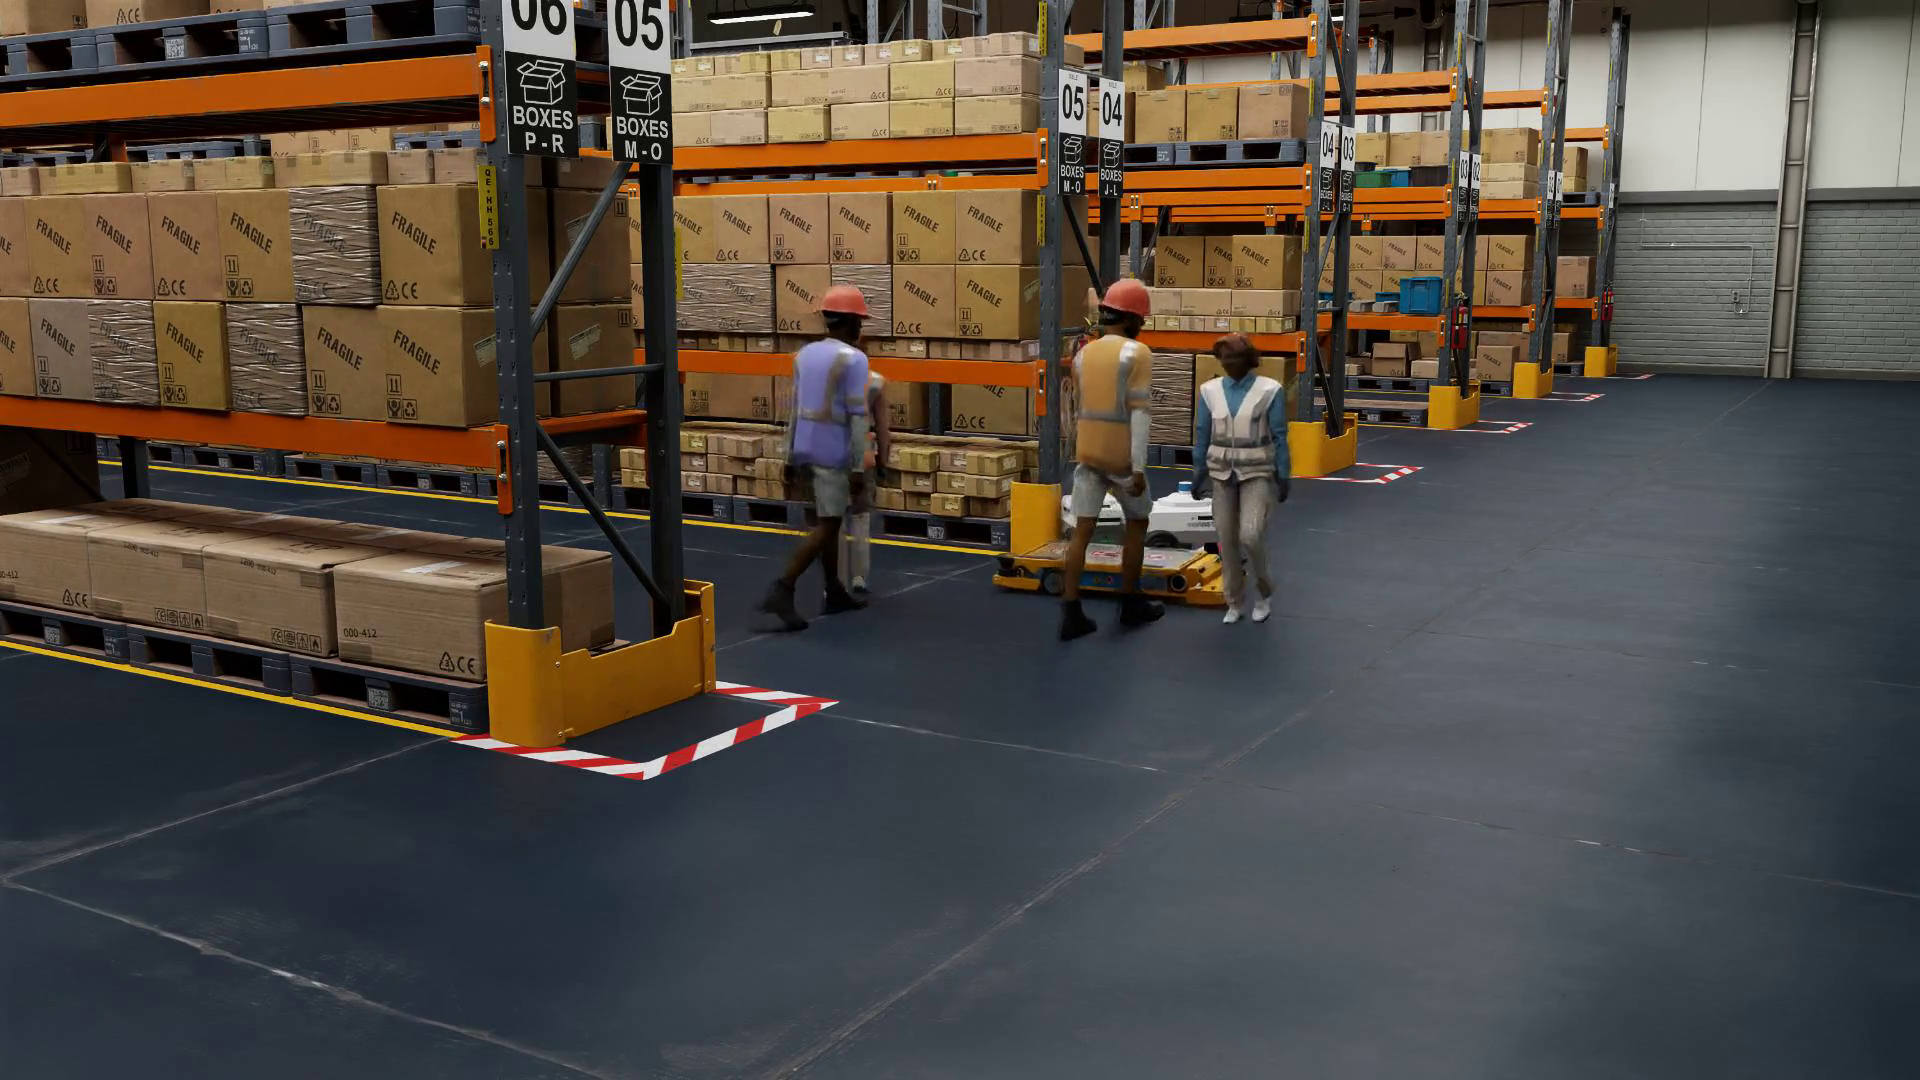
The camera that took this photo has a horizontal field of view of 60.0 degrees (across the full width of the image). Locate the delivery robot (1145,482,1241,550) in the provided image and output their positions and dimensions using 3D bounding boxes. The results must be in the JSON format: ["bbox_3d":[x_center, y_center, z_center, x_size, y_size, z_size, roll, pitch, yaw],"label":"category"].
[{"bbox_3d":[1.477,-0.138,10.864,0.707,0.478,0.477,-1,10,-9],"label":"delivery robot"}]

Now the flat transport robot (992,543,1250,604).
[{"bbox_3d":[0.979,0.183,10.087,1.431,0.197,0.652,4,11,23],"label":"flat transport robot"}]

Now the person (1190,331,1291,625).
[{"bbox_3d":[1.541,-0.333,9.154,0.552,1.619,0.363,6,11,31],"label":"person"}]

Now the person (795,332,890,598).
[{"bbox_3d":[-0.701,-0.442,9.792,0.562,1.628,0.408,-3,10,-18],"label":"person"}]

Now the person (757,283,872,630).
[{"bbox_3d":[-0.813,-0.465,9.188,0.818,1.896,0.562,-9,13,-41],"label":"person"}]

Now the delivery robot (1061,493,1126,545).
[{"bbox_3d":[0.891,-0.157,10.972,0.477,0.478,0.707,-1,10,-9],"label":"delivery robot"}]

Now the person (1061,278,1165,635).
[{"bbox_3d":[0.825,-0.439,8.928,0.597,1.899,0.784,8,13,40],"label":"person"}]
